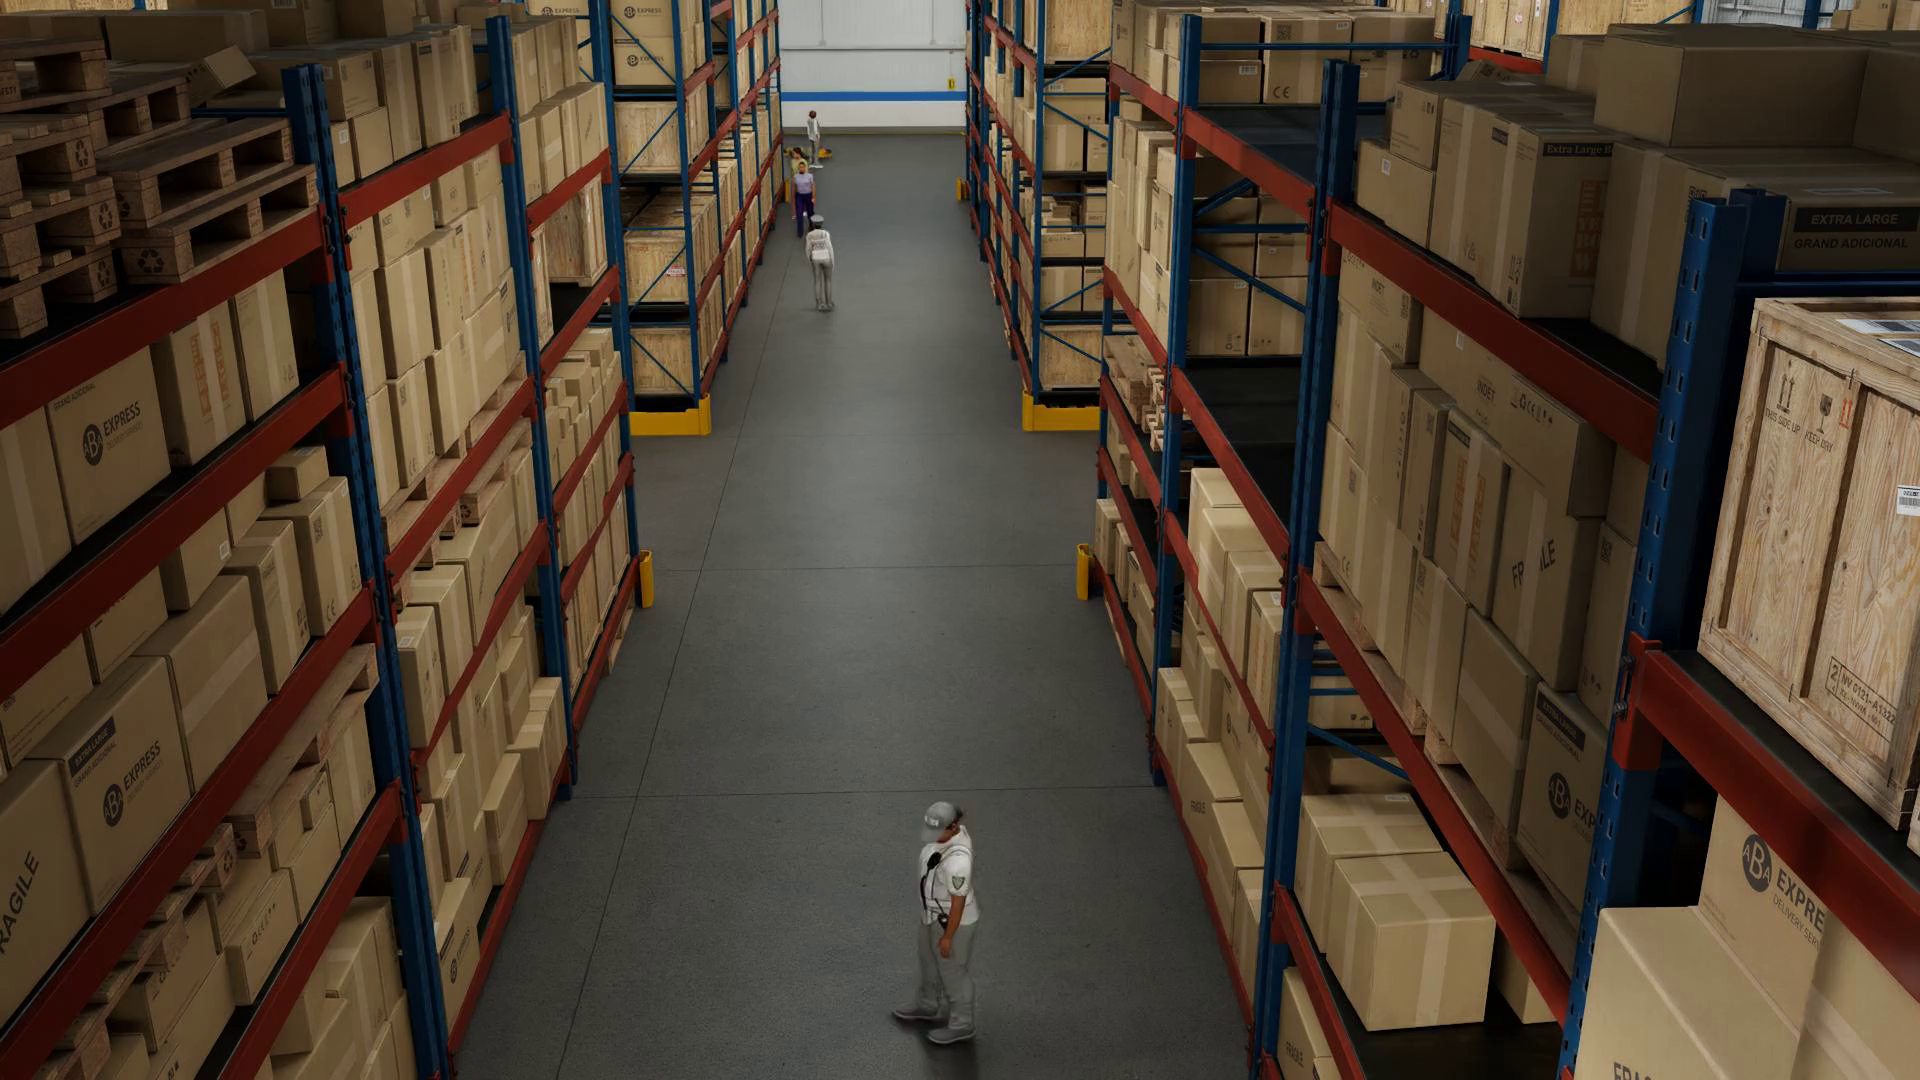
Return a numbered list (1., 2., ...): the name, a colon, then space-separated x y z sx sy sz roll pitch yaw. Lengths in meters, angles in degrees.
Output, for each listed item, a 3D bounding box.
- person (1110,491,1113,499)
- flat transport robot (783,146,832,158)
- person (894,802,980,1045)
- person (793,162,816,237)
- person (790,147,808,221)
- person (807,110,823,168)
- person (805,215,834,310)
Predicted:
1. person: 1.784 -0.641 18.182 0.377 1.801 0.554 8 22 21
2. flat transport robot: -4.589 -11.599 49.819 1.431 0.264 0.659 14 25 33
3. person: -0.144 2.351 10.302 0.517 1.654 0.523 -2 21 -7
4. person: -3.468 -7.611 37.047 0.510 1.635 0.751 -1 20 -2
5. person: -3.785 -8.398 39.125 0.467 1.654 0.873 3 21 8
6. person: -4.133 -11.410 47.312 0.405 1.600 0.341 18 27 40
7. person: -2.530 -5.021 30.050 0.531 1.674 0.698 0 20 -1
